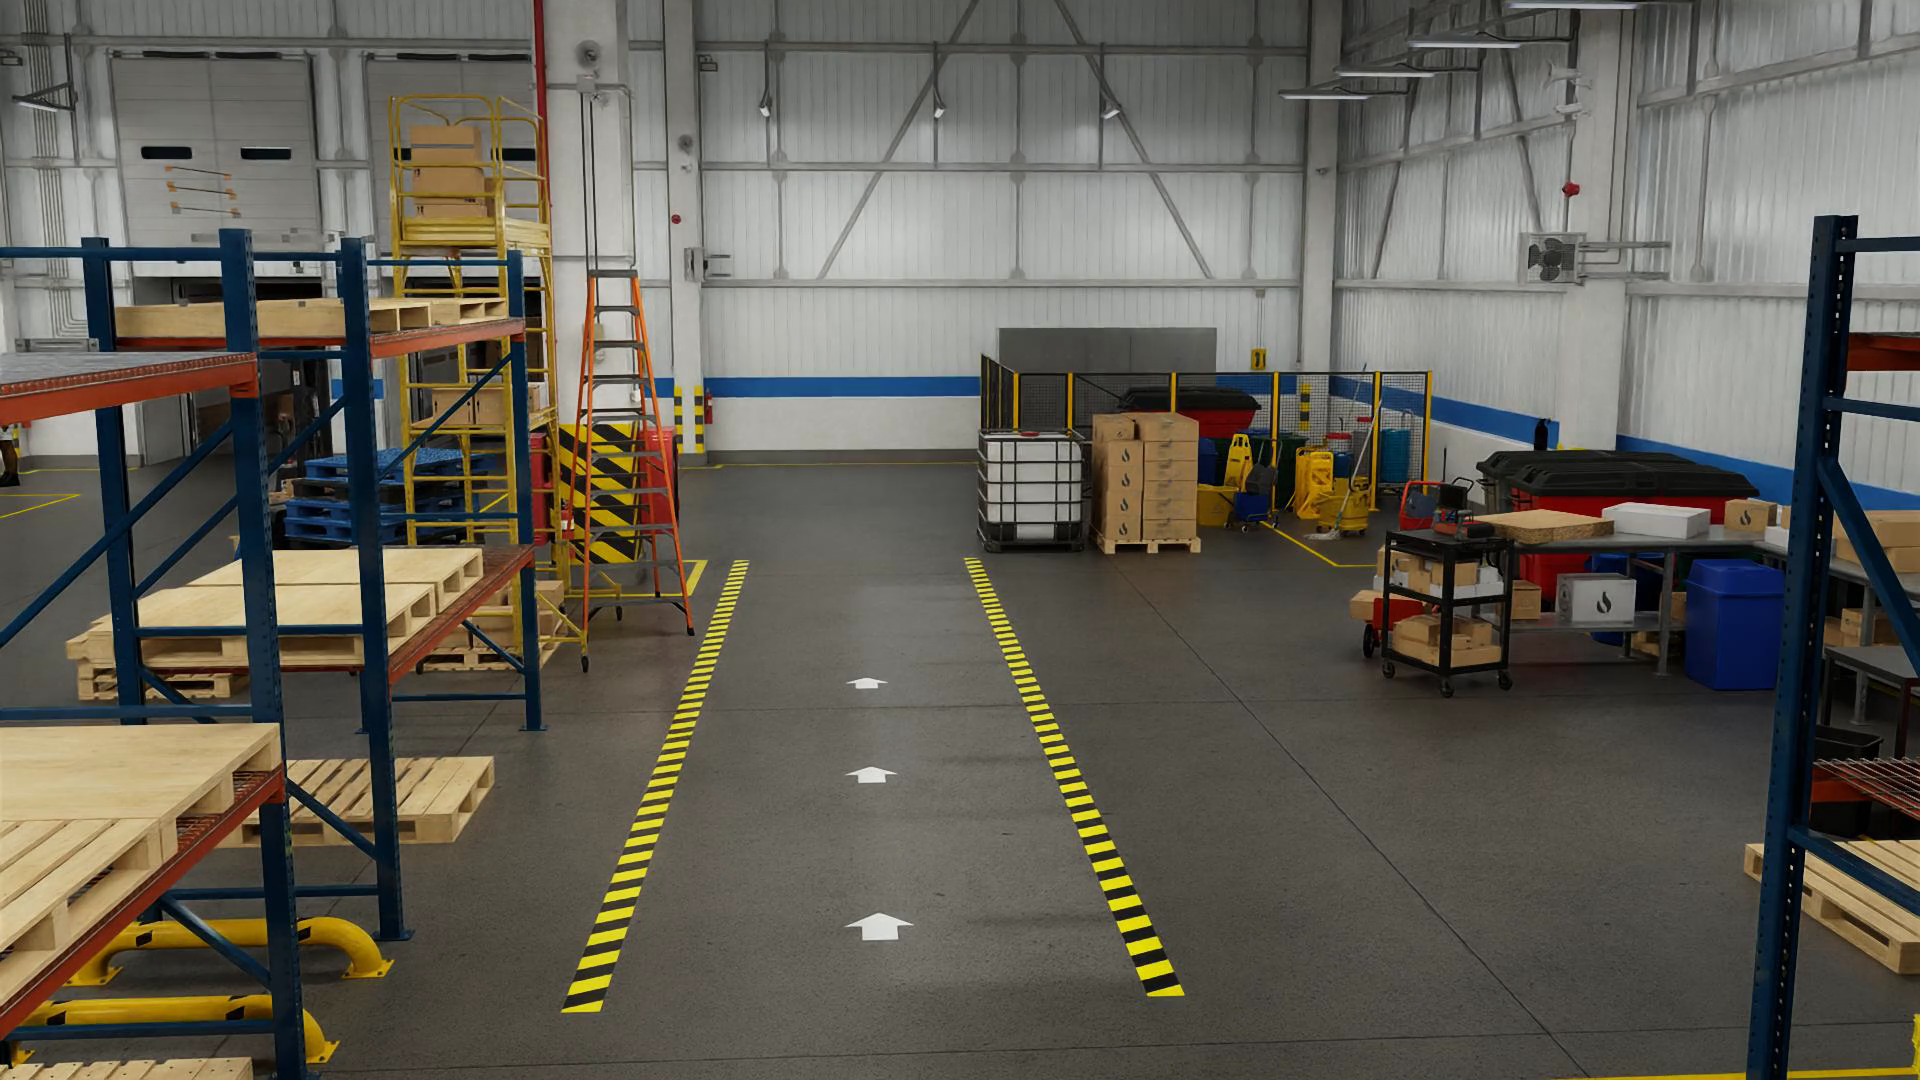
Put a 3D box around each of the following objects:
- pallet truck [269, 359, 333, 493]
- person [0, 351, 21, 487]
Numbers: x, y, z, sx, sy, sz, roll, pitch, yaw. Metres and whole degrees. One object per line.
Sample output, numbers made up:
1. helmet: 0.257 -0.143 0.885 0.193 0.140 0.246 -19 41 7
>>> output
1. pallet truck: -7.062 -1.131 18.996 1.885 1.965 0.823 2 9 13
2. person: -13.110 -1.683 22.683 0.544 1.930 0.388 9 13 44
